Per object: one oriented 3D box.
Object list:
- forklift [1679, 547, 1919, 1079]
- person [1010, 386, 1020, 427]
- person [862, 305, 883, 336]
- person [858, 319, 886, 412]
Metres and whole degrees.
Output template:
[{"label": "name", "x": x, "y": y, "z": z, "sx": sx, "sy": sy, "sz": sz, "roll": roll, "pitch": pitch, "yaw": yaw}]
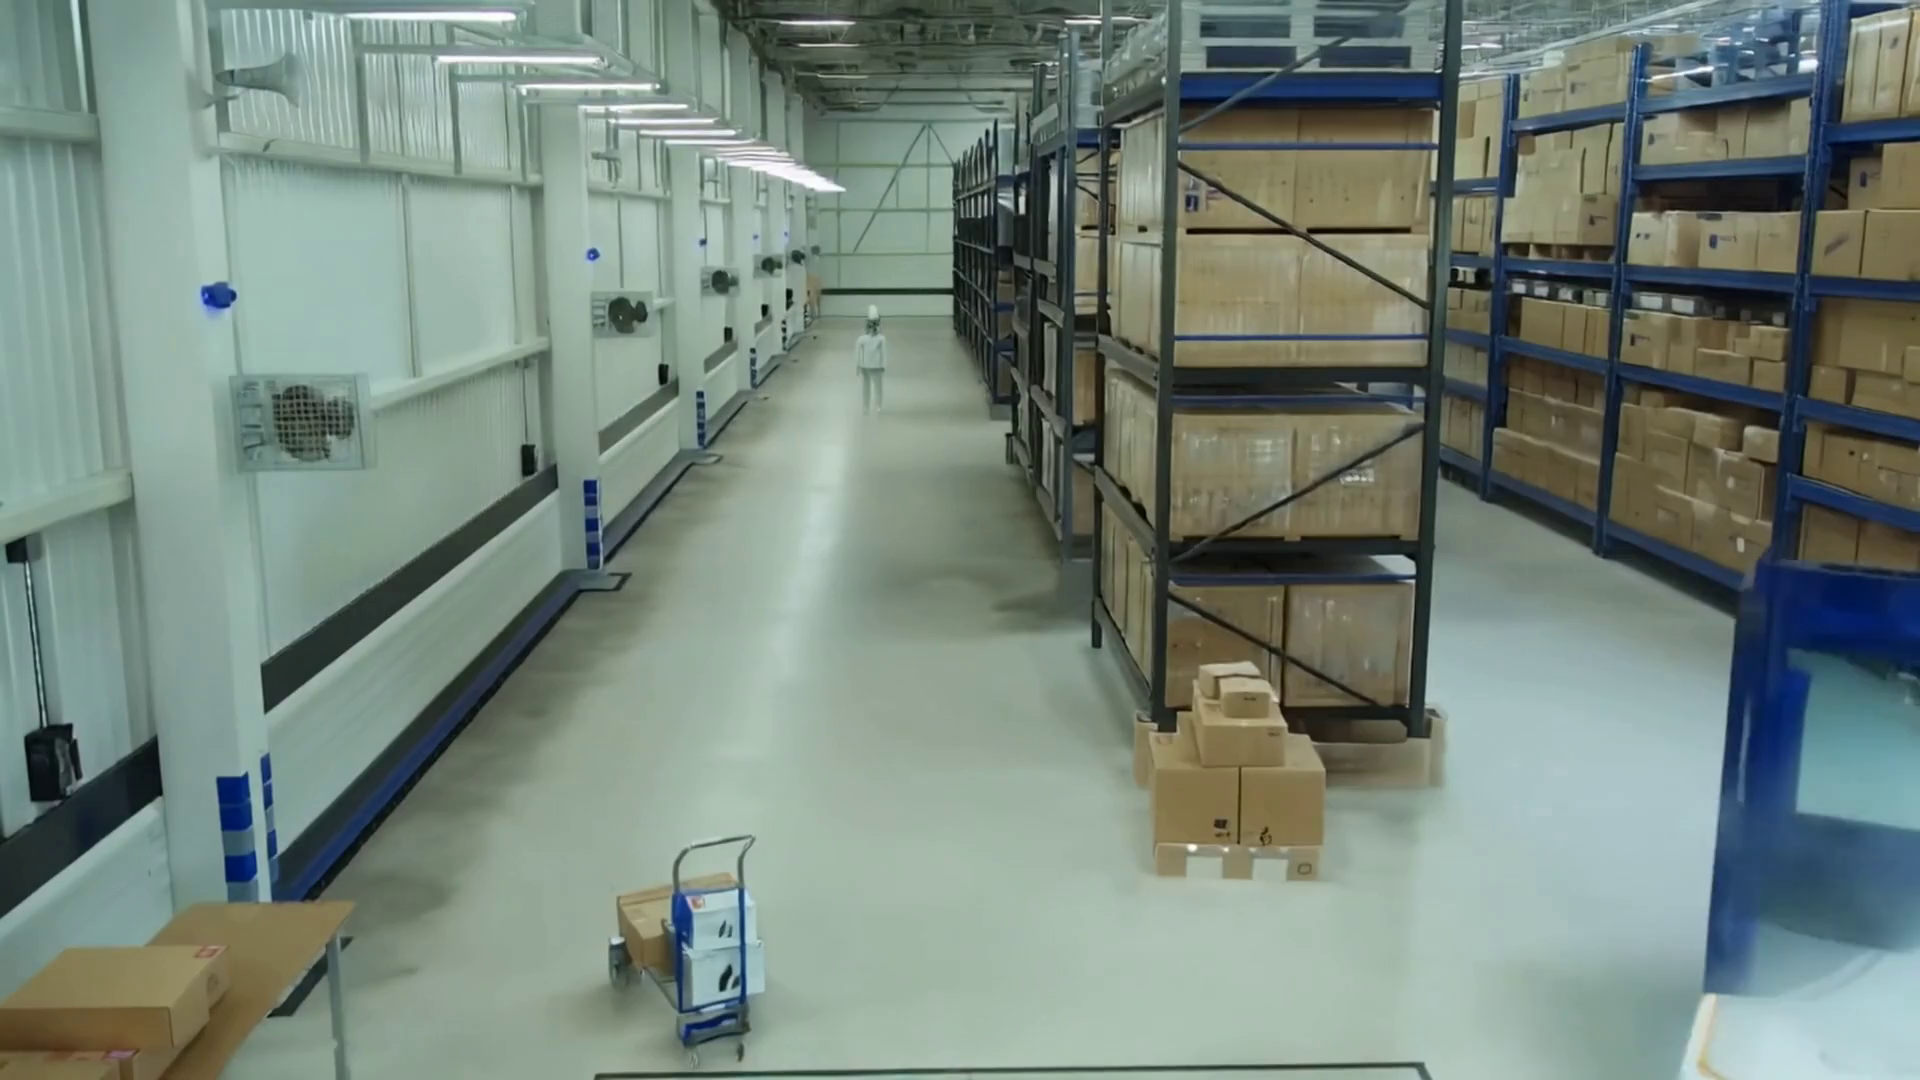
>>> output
[{"label": "forklift", "x": 3.413, "y": 1.450, "z": 6.303, "sx": 1.129, "sy": 2.768, "sz": 1.873, "roll": 6, "pitch": 12, "yaw": 29}, {"label": "person", "x": 1.250, "y": -3.152, "z": 32.824, "sx": 0.476, "sy": 1.892, "sz": 0.668, "roll": 4, "pitch": 12, "yaw": 21}, {"label": "person", "x": -2.243, "y": -5.072, "z": 42.784, "sx": 0.591, "sy": 1.910, "sz": 0.392, "roll": -6, "pitch": 12, "yaw": -28}, {"label": "person", "x": -1.880, "y": -3.720, "z": 35.541, "sx": 0.614, "sy": 1.988, "sz": 0.403, "roll": 1, "pitch": 11, "yaw": 3}]
